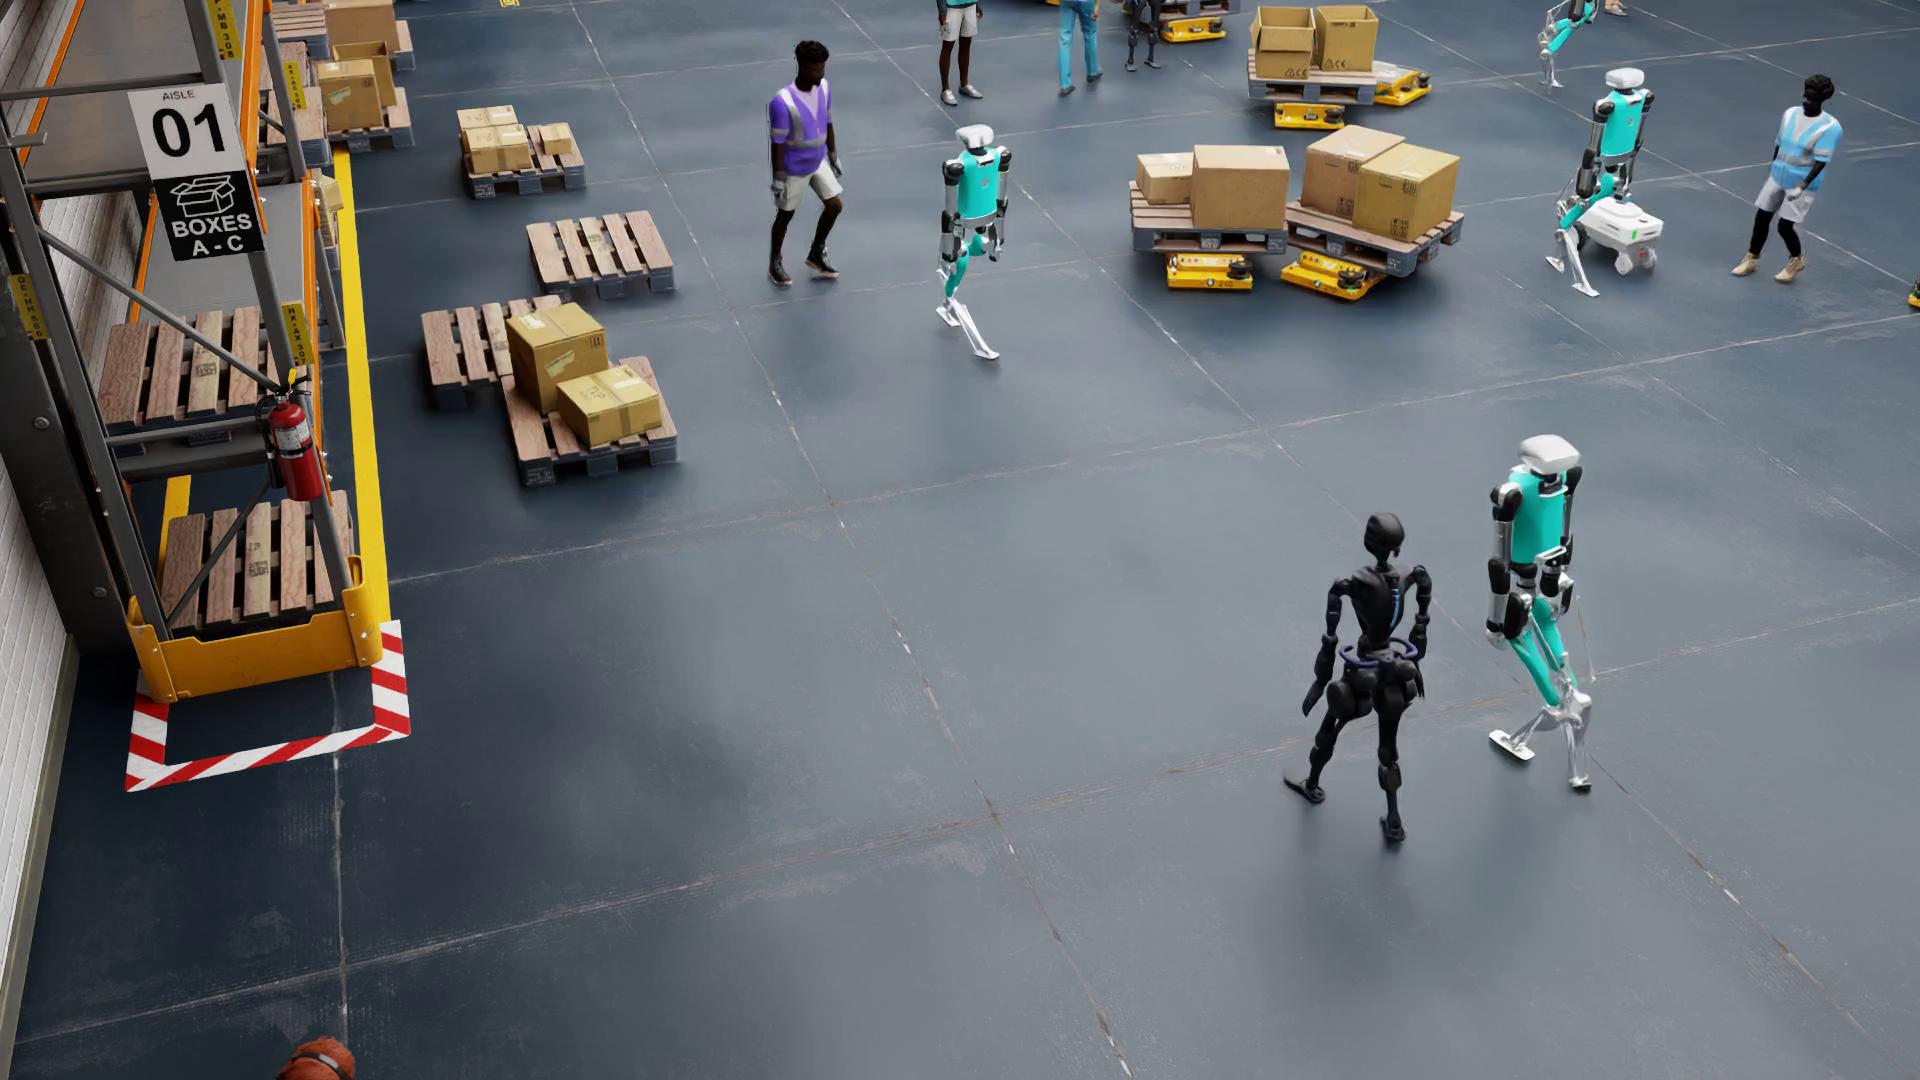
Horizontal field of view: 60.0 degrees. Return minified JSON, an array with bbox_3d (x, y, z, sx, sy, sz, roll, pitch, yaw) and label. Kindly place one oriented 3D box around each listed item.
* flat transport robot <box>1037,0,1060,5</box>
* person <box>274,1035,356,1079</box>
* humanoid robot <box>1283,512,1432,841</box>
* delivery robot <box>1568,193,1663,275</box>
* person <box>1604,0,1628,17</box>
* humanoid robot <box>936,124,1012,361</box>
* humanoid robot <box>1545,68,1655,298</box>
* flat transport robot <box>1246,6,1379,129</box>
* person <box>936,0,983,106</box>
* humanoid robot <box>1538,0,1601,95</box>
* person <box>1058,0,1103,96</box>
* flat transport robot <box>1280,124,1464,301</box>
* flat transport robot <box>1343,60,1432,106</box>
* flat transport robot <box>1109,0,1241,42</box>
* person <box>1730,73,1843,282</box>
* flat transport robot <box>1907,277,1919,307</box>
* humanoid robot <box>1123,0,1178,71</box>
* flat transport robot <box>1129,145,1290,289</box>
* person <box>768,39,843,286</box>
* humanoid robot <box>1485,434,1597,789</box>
[{"bbox_3d":[0.952,-6.783,20.261,1.431,0.231,0.659,28,42,36],"label":"flat transport robot"},{"bbox_3d":[-1.783,2.194,5.016,0.574,1.884,0.356,6,34,9],"label":"person"},{"bbox_3d":[1.888,0.627,7.641,0.611,1.642,0.643,-11,35,-16],"label":"humanoid robot"},{"bbox_3d":[5.306,-2.528,13.467,0.499,0.587,0.781,-15,36,-21],"label":"delivery robot"},{"bbox_3d":[7.764,-6.939,19.212,0.379,1.674,0.476,13,35,19],"label":"person"},{"bbox_3d":[-0.022,-2.173,11.893,0.545,1.759,1.049,-20,38,-28],"label":"humanoid robot"},{"bbox_3d":[4.814,-2.823,12.860,0.551,1.781,0.877,-16,36,-23],"label":"humanoid robot"},{"bbox_3d":[3.466,-4.431,16.654,0.659,0.231,1.431,4,33,6],"label":"flat transport robot"},{"bbox_3d":[-0.028,-5.332,16.505,0.552,1.943,0.418,-24,40,-32],"label":"person"},{"bbox_3d":[6.141,-5.316,16.744,0.800,1.847,0.541,25,41,33],"label":"humanoid robot"},{"bbox_3d":[1.219,-5.490,16.883,0.569,1.784,0.897,13,35,19],"label":"person"},{"bbox_3d":[3.240,-2.319,13.415,0.659,0.231,1.431,24,40,32],"label":"flat transport robot"},{"bbox_3d":[4.081,-4.784,17.196,1.431,0.231,0.659,24,40,32],"label":"flat transport robot"},{"bbox_3d":[2.438,-6.008,19.073,0.659,0.231,1.431,-10,35,-16],"label":"flat transport robot"},{"bbox_3d":[6.432,-2.763,12.799,0.476,1.677,0.543,-15,36,-21],"label":"person"},{"bbox_3d":[8.044,-1.796,12.613,1.431,0.231,0.659,21,39,29],"label":"flat transport robot"},{"bbox_3d":[1.992,-5.771,17.407,0.599,1.657,0.315,-11,35,-16],"label":"humanoid robot"},{"bbox_3d":[1.991,-2.424,13.576,0.659,0.231,1.431,2,33,2],"label":"flat transport robot"},{"bbox_3d":[-1.217,-2.903,12.797,0.594,1.925,0.687,24,40,32],"label":"person"},{"bbox_3d":[2.852,0.457,7.891,0.530,1.858,0.871,-20,38,-28],"label":"humanoid robot"}]
